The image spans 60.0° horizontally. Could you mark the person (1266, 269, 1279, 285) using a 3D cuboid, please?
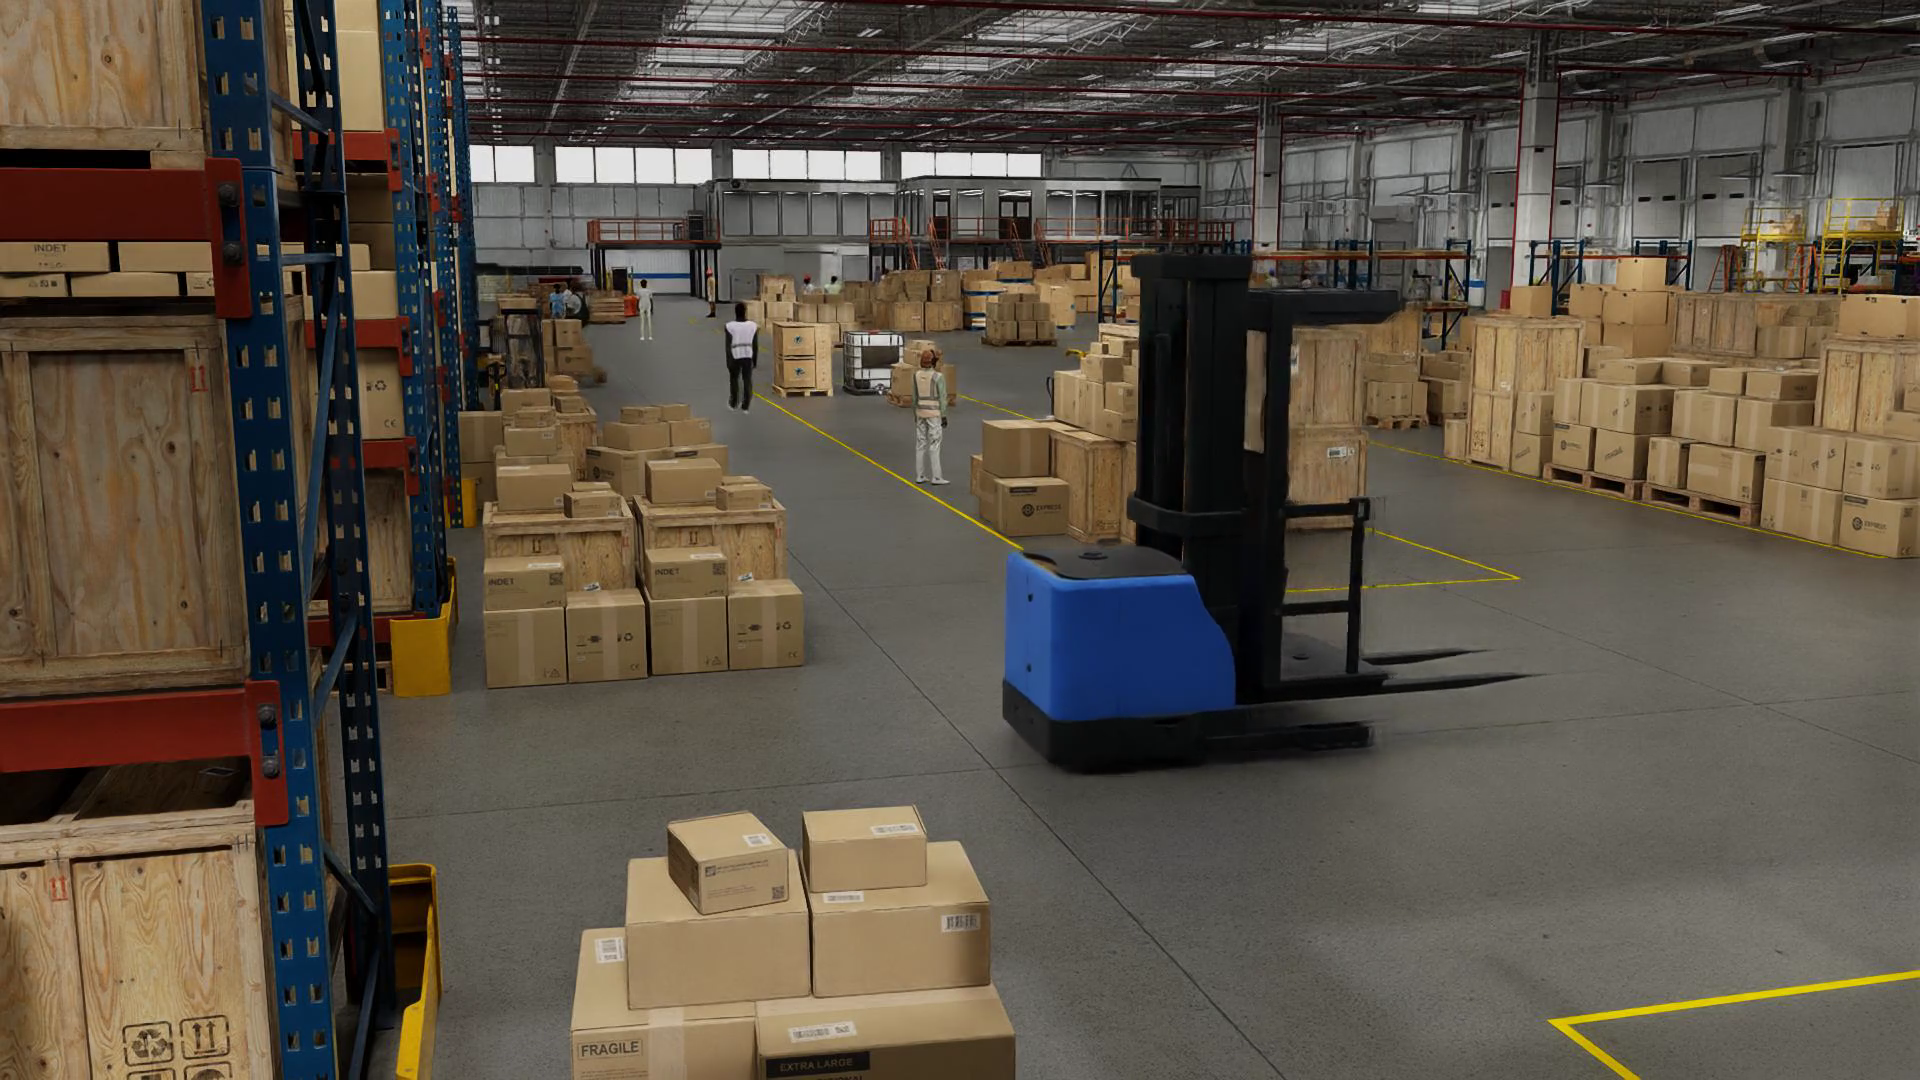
[{"bbox_3d":[12.565,-9.926,67.016,0.618,1.945,0.394,-6,11,-29],"label":"person"}]

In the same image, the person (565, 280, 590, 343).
[{"bbox_3d":[-9.834,-5.622,42.385,0.648,2.000,0.705,5,11,27],"label":"person"}]

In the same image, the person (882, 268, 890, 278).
[{"bbox_3d":[-3.393,-11.785,77.758,0.599,1.873,0.569,-4,11,-23],"label":"person"}]

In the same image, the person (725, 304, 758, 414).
[{"bbox_3d":[-3.809,-3.148,28.837,0.610,1.867,0.983,-4,11,-22],"label":"person"}]

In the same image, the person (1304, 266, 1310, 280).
[{"bbox_3d":[17.611,-13.010,84.468,0.650,1.946,0.989,-6,12,-33],"label":"person"}]

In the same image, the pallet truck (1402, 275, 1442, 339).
[{"bbox_3d":[14.620,-7.324,52.145,0.823,1.965,1.885,8,13,40],"label":"pallet truck"}]

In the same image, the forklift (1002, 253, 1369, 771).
[{"bbox_3d":[1.269,-0.230,9.478,1.873,2.768,1.129,-3,10,-15],"label":"forklift"}]

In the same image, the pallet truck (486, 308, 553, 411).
[{"bbox_3d":[-6.242,-2.418,24.362,0.823,1.965,1.885,1,10,3],"label":"pallet truck"}]

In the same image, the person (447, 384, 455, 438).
[{"bbox_3d":[-6.327,-1.582,20.074,0.429,1.842,0.630,7,12,36],"label":"person"}]

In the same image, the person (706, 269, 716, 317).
[{"bbox_3d":[-10.124,-10.004,67.488,0.360,1.939,0.543,3,10,15],"label":"person"}]

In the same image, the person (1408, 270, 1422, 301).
[{"bbox_3d":[20.877,-11.497,76.307,0.635,1.805,0.889,3,10,17],"label":"person"}]

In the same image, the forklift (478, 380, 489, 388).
[{"bbox_3d":[-10.366,-4.488,33.586,1.873,2.768,1.129,-3,10,-15],"label":"forklift"}]

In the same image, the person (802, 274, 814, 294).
[{"bbox_3d":[-5.405,-8.499,59.154,1.015,1.888,0.557,-5,11,-27],"label":"person"}]

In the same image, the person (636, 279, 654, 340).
[{"bbox_3d":[-9.663,-7.059,51.007,0.513,1.872,0.328,-3,10,-15],"label":"person"}]

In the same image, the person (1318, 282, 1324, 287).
[{"bbox_3d":[11.981,-7.731,55.331,0.534,1.693,0.321,6,12,31],"label":"person"}]

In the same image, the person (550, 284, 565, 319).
[{"bbox_3d":[-12.802,-7.317,52.978,0.533,1.694,0.320,1,10,3],"label":"person"}]

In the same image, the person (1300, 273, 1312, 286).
[{"bbox_3d":[13.508,-9.524,65.105,0.639,1.817,0.567,-8,13,-37],"label":"person"}]

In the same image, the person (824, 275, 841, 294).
[{"bbox_3d":[-4.356,-8.118,56.948,0.598,1.883,0.531,-2,10,-13],"label":"person"}]

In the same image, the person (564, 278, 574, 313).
[{"bbox_3d":[-11.313,-6.633,48.318,0.371,1.966,0.608,1,10,3],"label":"person"}]

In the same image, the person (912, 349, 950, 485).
[{"bbox_3d":[-0.362,-1.480,20.066,0.522,1.640,0.306,8,13,39],"label":"person"}]

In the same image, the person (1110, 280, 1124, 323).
[{"bbox_3d":[5.424,-8.103,57.387,0.502,1.700,0.889,6,12,30],"label":"person"}]

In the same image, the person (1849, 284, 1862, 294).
[{"bbox_3d":[22.974,-5.598,42.582,0.557,1.925,0.631,-7,12,-36],"label":"person"}]

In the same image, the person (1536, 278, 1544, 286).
[{"bbox_3d":[17.423,-6.915,50.038,0.594,1.922,0.384,-5,11,-25],"label":"person"}]

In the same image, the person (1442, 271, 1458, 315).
[{"bbox_3d":[19.732,-9.882,66.957,0.612,1.873,0.984,2,10,9],"label":"person"}]
